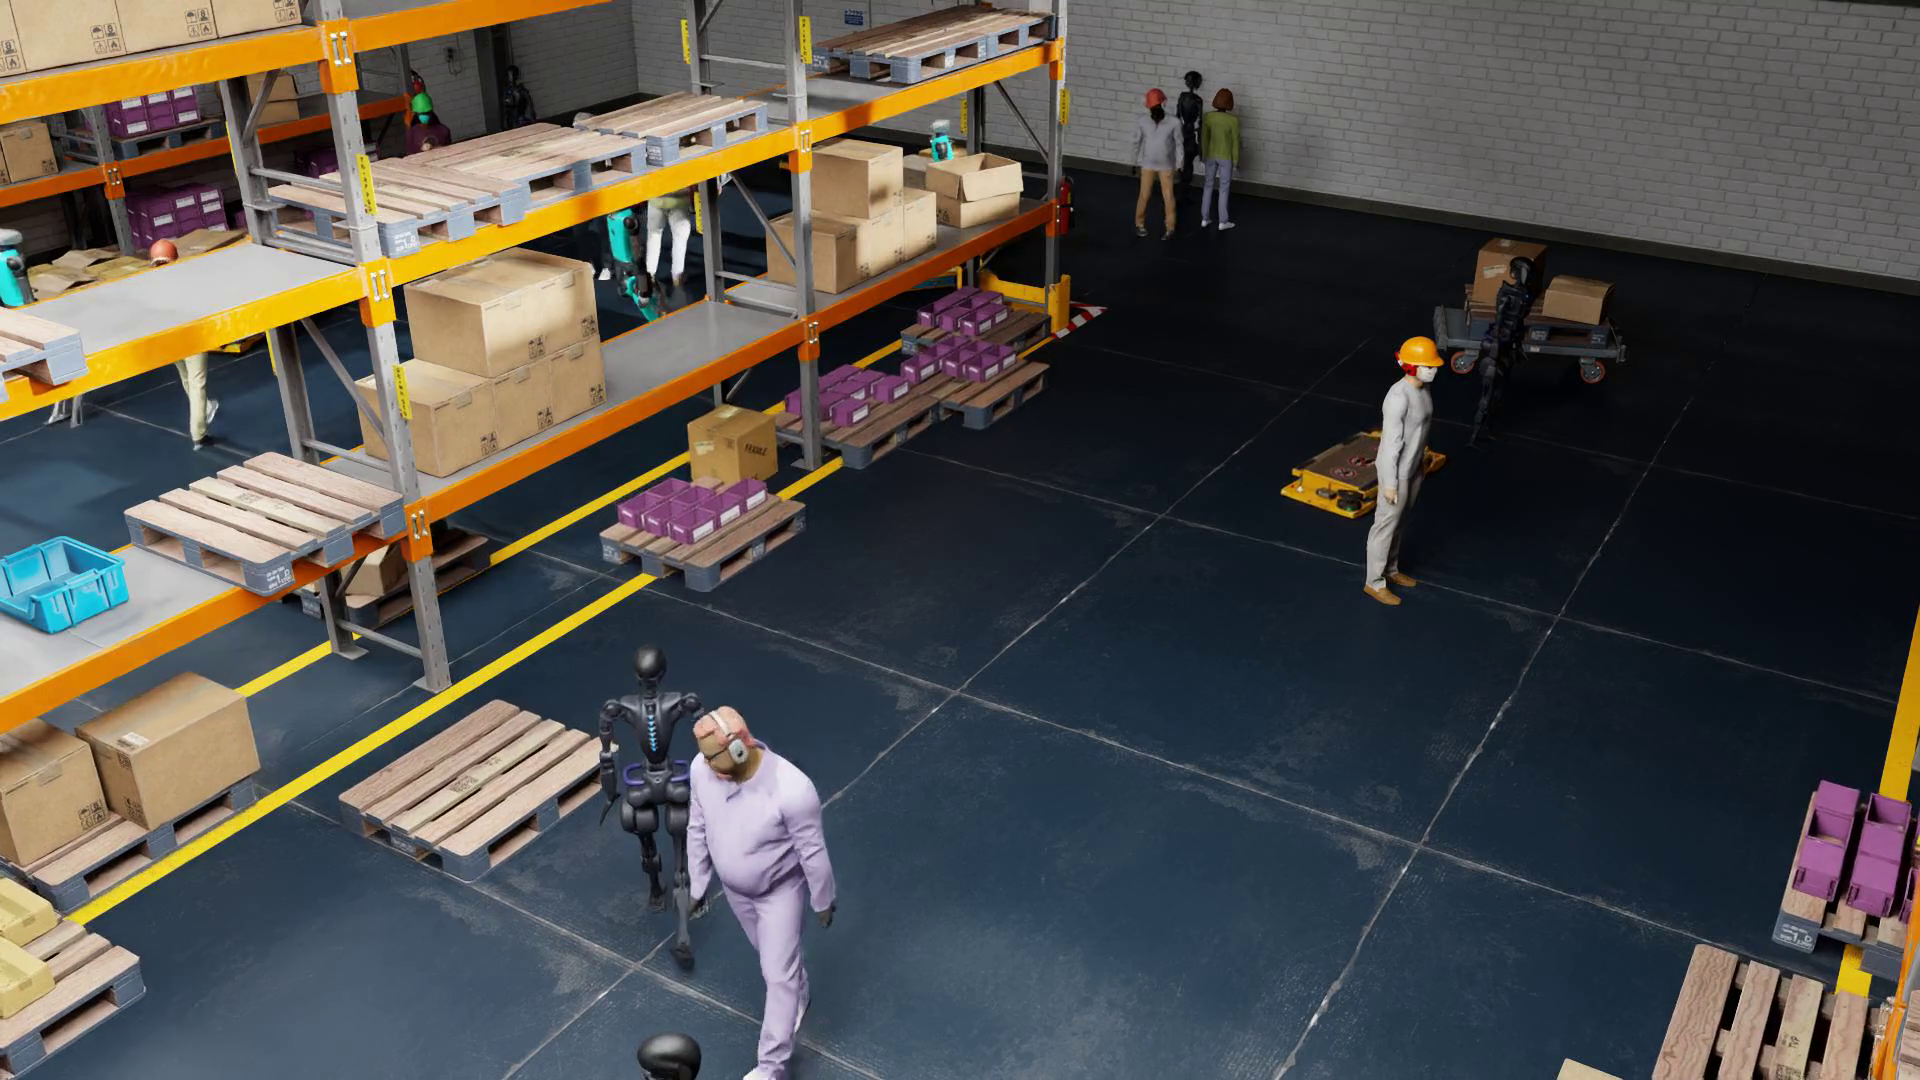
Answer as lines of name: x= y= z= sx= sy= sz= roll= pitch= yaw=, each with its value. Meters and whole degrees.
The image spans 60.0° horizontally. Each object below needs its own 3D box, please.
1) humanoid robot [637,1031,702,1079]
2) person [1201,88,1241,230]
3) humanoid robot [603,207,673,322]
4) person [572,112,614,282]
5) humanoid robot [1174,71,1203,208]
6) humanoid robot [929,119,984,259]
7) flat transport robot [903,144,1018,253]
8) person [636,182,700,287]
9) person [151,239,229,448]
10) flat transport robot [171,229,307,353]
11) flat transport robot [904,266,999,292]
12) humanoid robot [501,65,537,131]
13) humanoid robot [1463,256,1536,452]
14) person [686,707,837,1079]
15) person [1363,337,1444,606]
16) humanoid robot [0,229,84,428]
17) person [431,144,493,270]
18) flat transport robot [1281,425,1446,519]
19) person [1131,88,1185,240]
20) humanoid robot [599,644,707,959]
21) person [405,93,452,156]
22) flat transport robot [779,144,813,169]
humanoid robot: x=-1.115 y=2.379 z=5.984 sx=0.469 sy=1.642 sz=0.601 roll=-3 pitch=27 yaw=-6
person: x=3.045 y=-4.462 z=19.479 sx=0.498 sy=1.633 sz=0.288 roll=18 pitch=32 yaw=31
humanoid robot: x=-2.828 y=-2.328 z=15.250 sx=0.735 sy=1.854 sz=0.537 roll=-20 pitch=33 yaw=-34
person: x=-3.913 y=-3.590 z=17.546 sx=0.547 sy=1.822 sz=0.657 roll=6 pitch=28 yaw=12
humanoid robot: x=2.774 y=-4.863 z=20.234 sx=0.422 sy=1.644 sz=0.608 roll=-13 pitch=30 yaw=-23
humanoid robot: x=0.062 y=-3.541 z=17.584 sx=0.768 sy=1.785 sz=0.554 roll=-2 pitch=27 yaw=-3
flat transport robot: x=-0.084 y=-3.610 z=19.311 sx=1.431 sy=0.231 sz=0.659 roll=22 pitch=34 yaw=36
person: x=-3.062 y=-3.553 z=17.518 sx=0.710 sy=1.810 sz=0.429 roll=0 pitch=27 yaw=0
person: x=-6.469 y=-1.685 z=13.928 sx=0.558 sy=1.701 sz=0.899 roll=-1 pitch=27 yaw=-1
flat transport robot: x=-7.062 y=-2.200 z=16.532 sx=0.659 sy=0.231 sz=1.431 roll=5 pitch=27 yaw=9
flat transport robot: x=-0.364 y=-2.850 z=17.814 sx=1.431 sy=0.231 sz=0.659 roll=-9 pitch=28 yaw=-18
humanoid robot: x=-5.391 y=-5.048 z=20.597 sx=0.609 sy=1.644 sz=0.371 roll=17 pitch=31 yaw=30
humanoid robot: x=4.463 y=-1.542 z=13.675 sx=0.325 sy=1.651 sz=0.598 roll=21 pitch=34 yaw=35
person: x=-0.927 y=1.573 z=7.357 sx=0.675 sy=1.851 sz=0.865 roll=16 pitch=31 yaw=28
person: x=3.024 y=-0.488 z=11.365 sx=0.353 sy=1.896 sz=0.560 roll=17 pitch=32 yaw=30
humanoid robot: x=-7.735 y=-1.805 z=14.128 sx=0.535 sy=1.802 sz=0.650 roll=19 pitch=33 yaw=33
person: x=-4.802 y=-2.956 z=16.230 sx=0.663 sy=1.898 sz=0.845 roll=8 pitch=28 yaw=16
flat transport robot: x=3.242 y=-0.553 z=13.288 sx=0.659 sy=0.231 sz=1.431 roll=23 pitch=35 yaw=38
person: x=2.264 y=-4.320 z=19.100 sx=0.612 sy=1.730 sz=0.397 roll=8 pitch=28 yaw=15
humanoid robot: x=-1.490 y=1.276 z=8.183 sx=0.593 sy=1.633 sz=0.754 roll=-4 pitch=27 yaw=-8
person: x=-5.709 y=-3.873 z=18.034 sx=0.507 sy=1.904 sz=0.926 roll=-8 pitch=28 yaw=-15
flat transport robot: x=-1.640 y=-5.089 z=22.225 sx=1.431 sy=0.231 sz=0.659 roll=6 pitch=28 yaw=12
